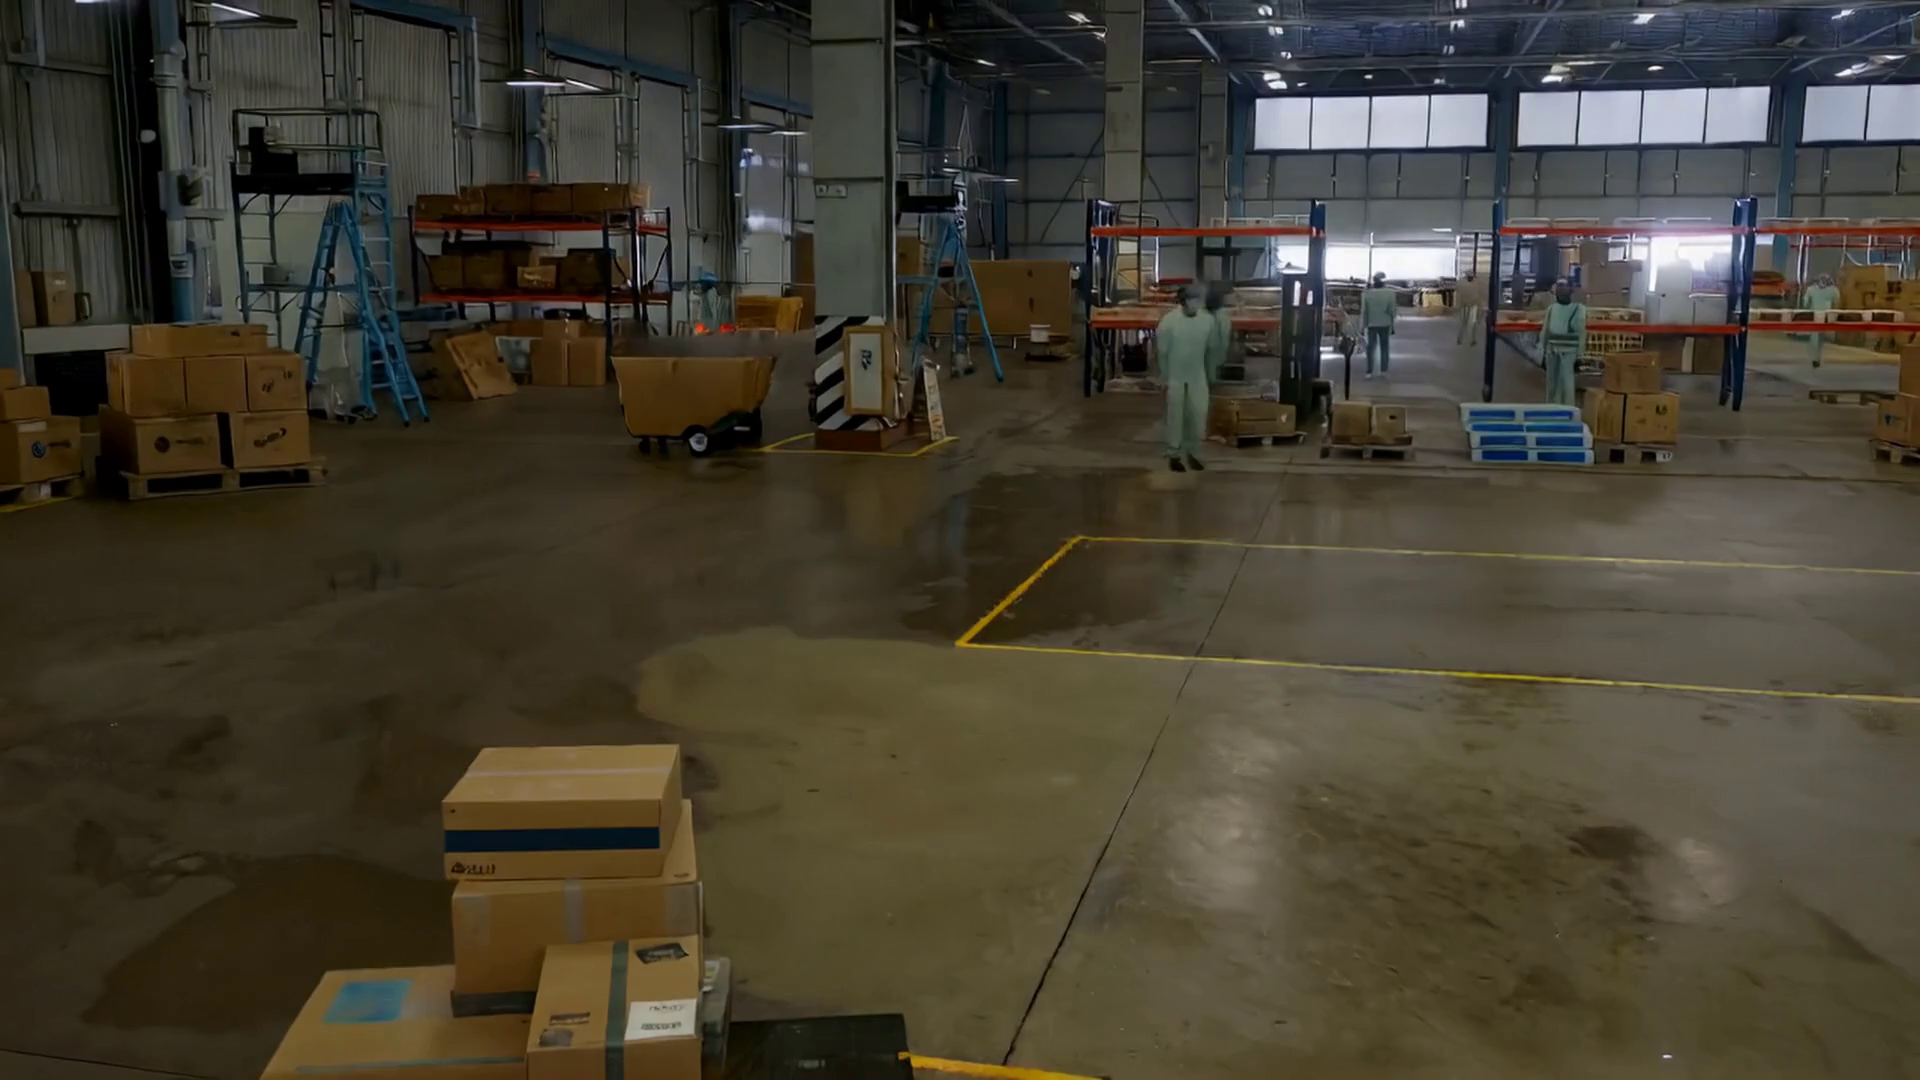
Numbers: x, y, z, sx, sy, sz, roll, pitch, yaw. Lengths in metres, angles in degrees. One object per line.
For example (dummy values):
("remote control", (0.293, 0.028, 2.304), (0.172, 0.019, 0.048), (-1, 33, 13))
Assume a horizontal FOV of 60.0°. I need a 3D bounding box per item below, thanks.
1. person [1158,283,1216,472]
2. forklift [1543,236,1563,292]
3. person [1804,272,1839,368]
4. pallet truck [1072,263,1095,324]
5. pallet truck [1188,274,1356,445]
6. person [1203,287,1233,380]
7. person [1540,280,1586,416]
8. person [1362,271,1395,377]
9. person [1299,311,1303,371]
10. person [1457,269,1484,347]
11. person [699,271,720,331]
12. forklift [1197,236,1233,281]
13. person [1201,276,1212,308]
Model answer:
("person", (2.305, -1.634, 16.849), (0.644, 1.915, 0.600), (-2, 10, -10))
("forklift", (18.479, -8.084, 51.999), (1.873, 2.768, 1.129), (2, 10, 14))
("person", (17.210, -4.412, 33.276), (0.639, 1.903, 0.968), (3, 10, 19))
("pallet truck", (4.325, -8.180, 55.162), (0.823, 1.965, 1.885), (6, 11, 31))
("pallet truck", (3.653, -2.138, 19.590), (1.885, 1.965, 0.823), (-4, 10, -20))
("person", (3.143, -2.223, 20.608), (0.453, 1.817, 0.643), (-3, 10, -16))
("person", (7.885, -2.459, 21.813), (0.350, 1.884, 0.583), (-9, 13, -43))
("person", (7.652, -3.944, 30.446), (0.585, 1.921, 0.383), (1, 10, 7))
("person", (6.708, -4.093, 31.864), (0.484, 1.739, 0.319), (-8, 13, -40))
("person", (12.451, -5.670, 40.701), (0.640, 1.906, 0.969), (0, 10, 2))
("person", (-4.445, -3.792, 29.502), (0.358, 1.938, 0.542), (0, 10, -1))
("forklift", (6.974, -7.012, 45.692), (1.129, 2.768, 1.873), (-1, 10, -3))
("person", (6.518, -6.114, 43.880), (0.317, 1.695, 0.540), (2, 10, 14))
